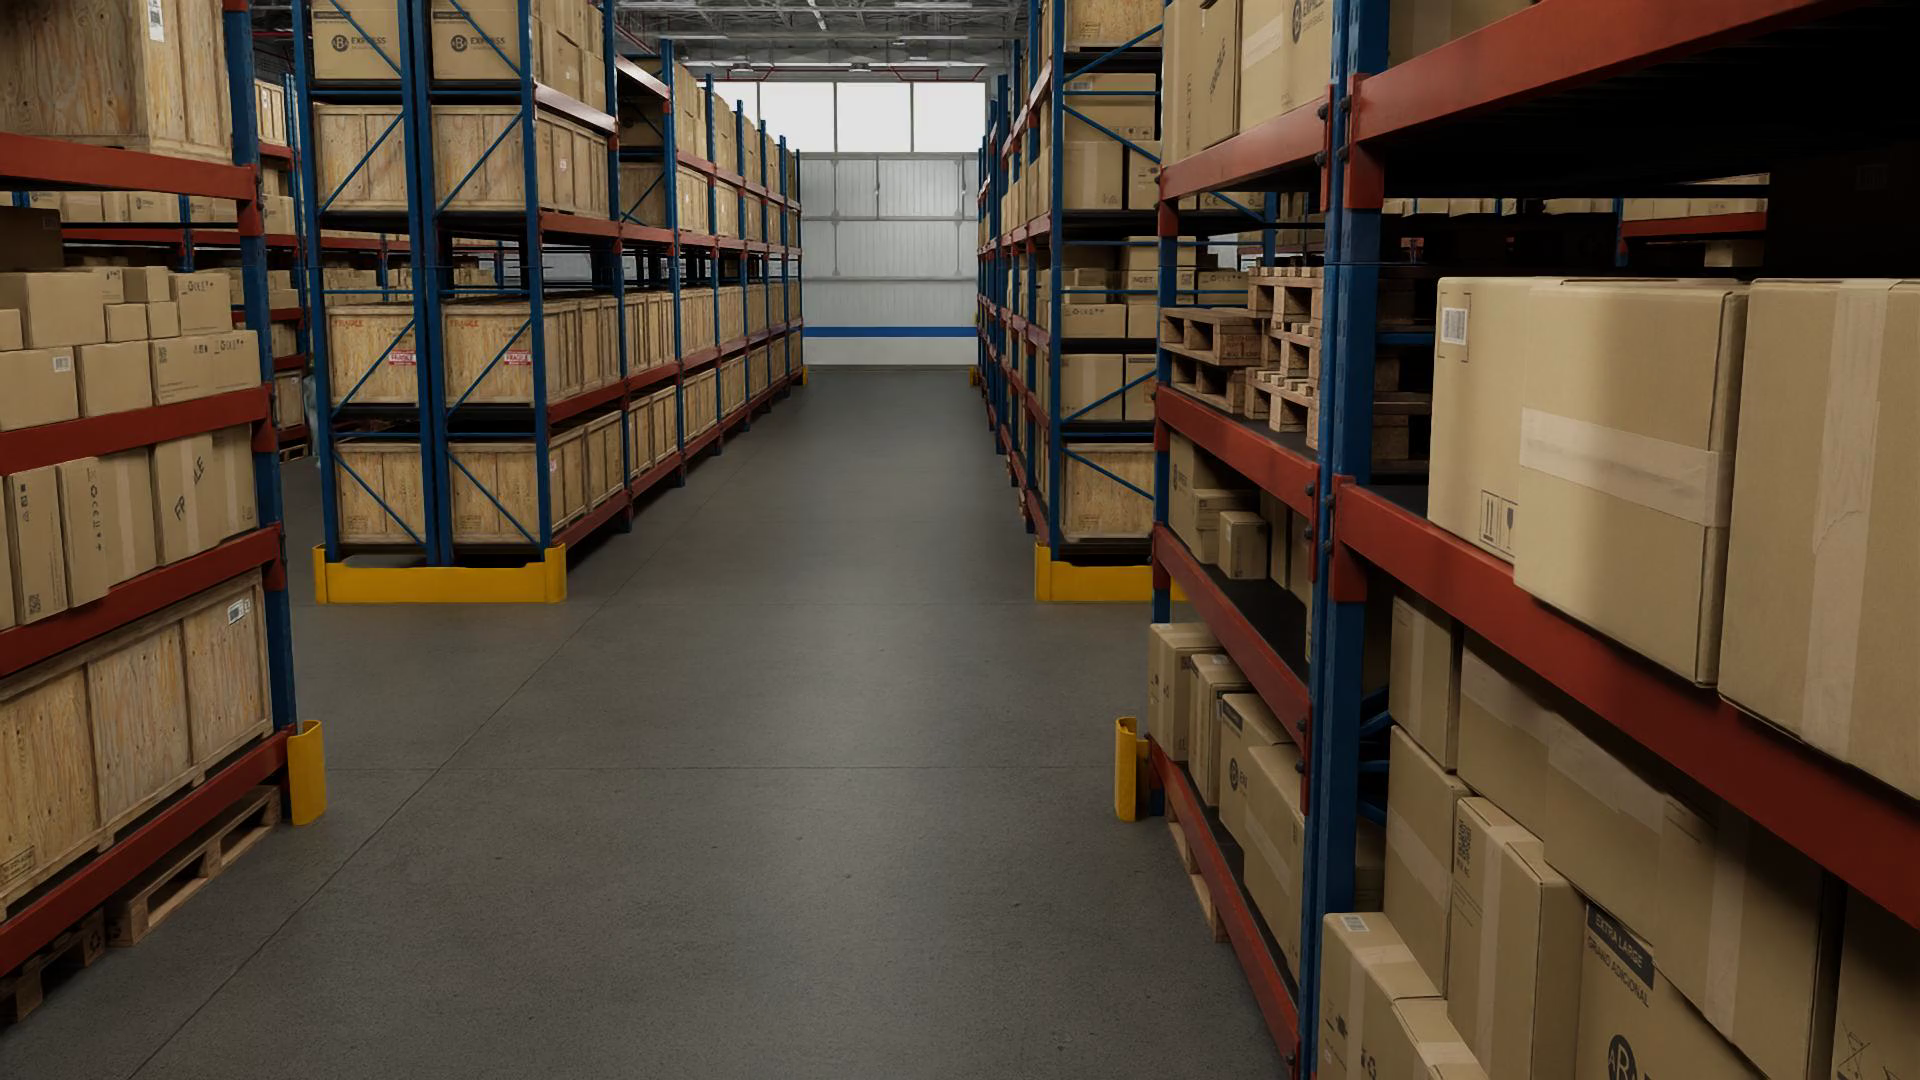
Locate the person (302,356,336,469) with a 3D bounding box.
[{"bbox_3d":[-9.760,-1.962,25.407,0.489,1.730,0.545,-2,9,-12],"label":"person"}]

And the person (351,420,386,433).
[{"bbox_3d":[-8.775,-1.969,25.016,0.676,1.863,0.907,1,9,3],"label":"person"}]
